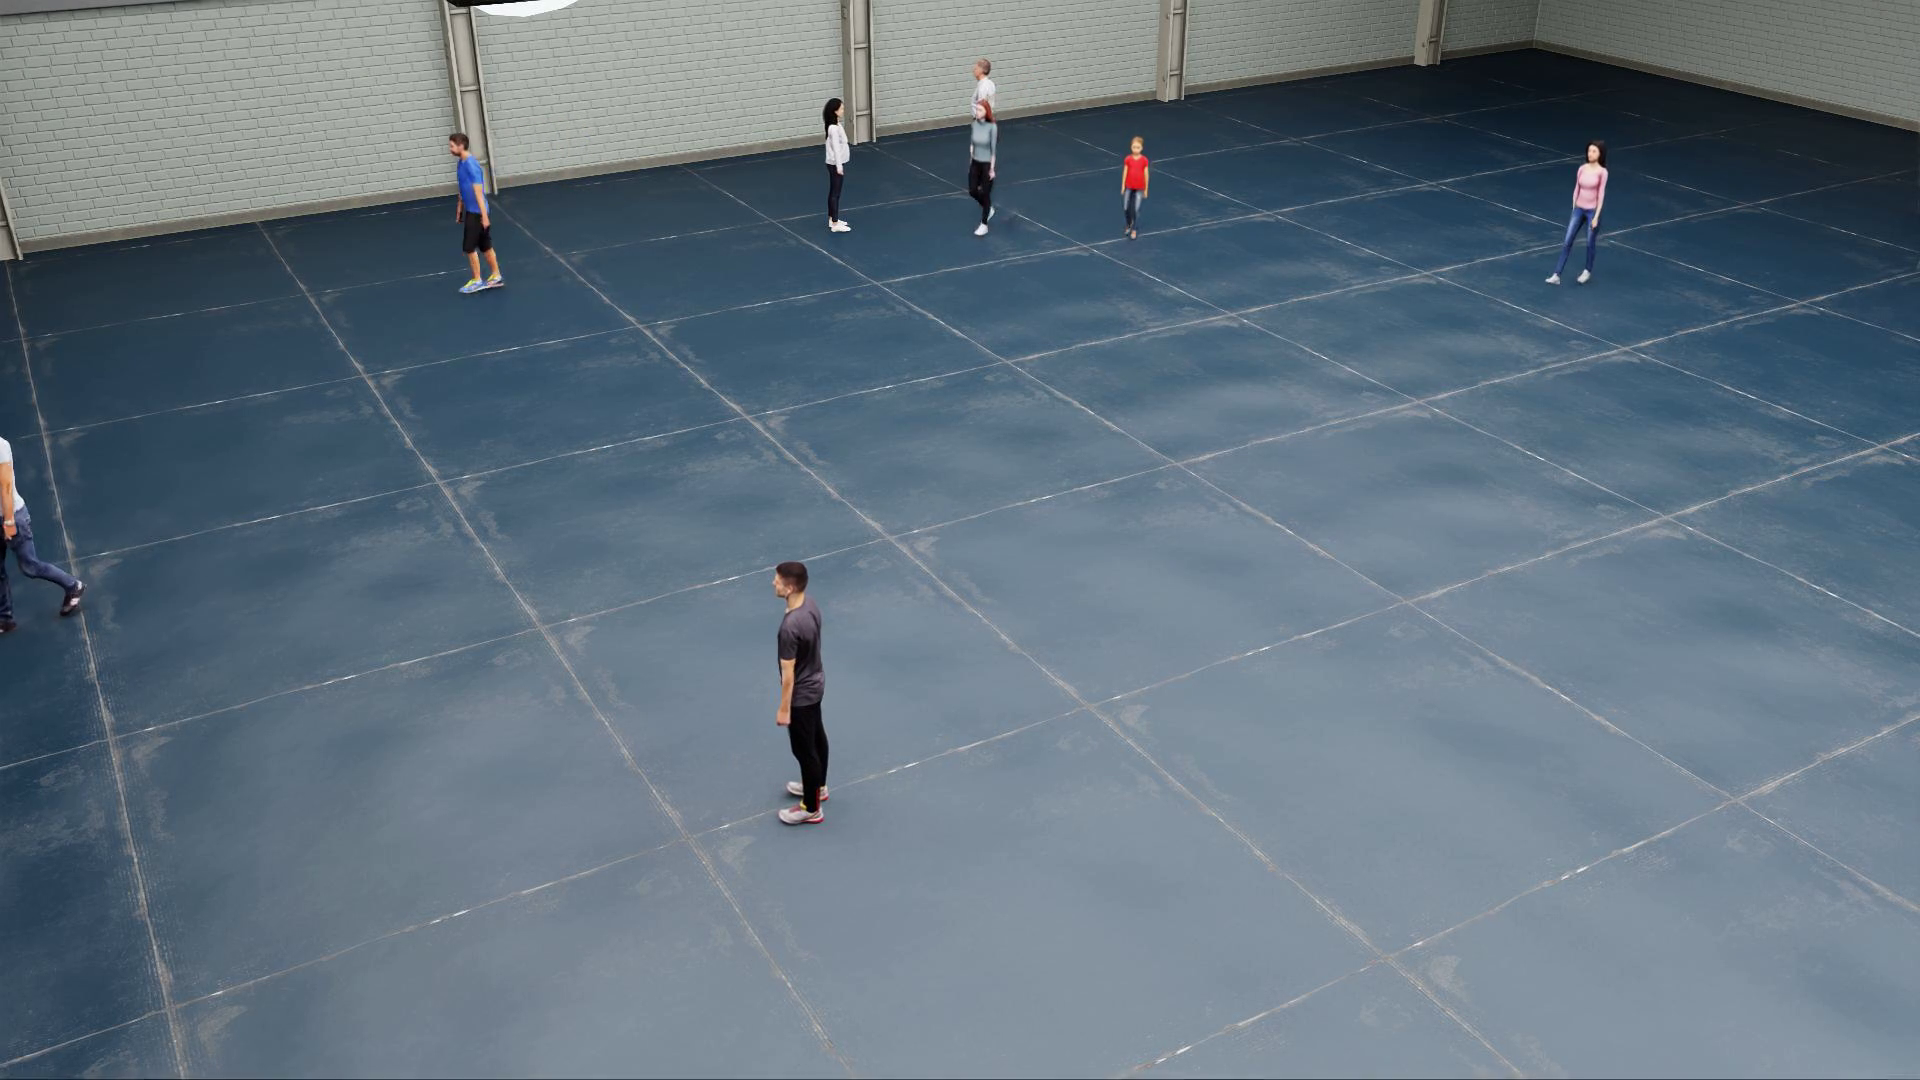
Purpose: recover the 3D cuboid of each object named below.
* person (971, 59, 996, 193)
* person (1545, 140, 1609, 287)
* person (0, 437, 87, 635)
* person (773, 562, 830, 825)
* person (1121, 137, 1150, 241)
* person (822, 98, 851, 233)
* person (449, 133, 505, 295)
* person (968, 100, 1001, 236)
[{"bbox_3d":[0.335,-5.806,23.248,0.781,1.819,0.733,5,28,10],"label":"person"},{"bbox_3d":[7.424,-3.835,19.537,1.083,1.711,0.701,-21,34,-35],"label":"person"},{"bbox_3d":[-7.010,-0.195,12.318,0.977,1.849,1.134,14,30,25],"label":"person"},{"bbox_3d":[-0.969,0.926,10.235,0.730,1.763,0.710,2,27,4],"label":"person"},{"bbox_3d":[2.251,-4.532,21.333,0.588,1.306,0.650,7,28,12],"label":"person"},{"bbox_3d":[-1.621,-4.874,21.566,0.666,1.700,0.687,-5,28,-10],"label":"person"},{"bbox_3d":[-5.542,-3.823,19.366,0.790,1.847,0.635,-17,32,-29],"label":"person"},{"bbox_3d":[0.352,-4.801,21.388,0.721,1.735,0.814,18,32,31],"label":"person"}]
